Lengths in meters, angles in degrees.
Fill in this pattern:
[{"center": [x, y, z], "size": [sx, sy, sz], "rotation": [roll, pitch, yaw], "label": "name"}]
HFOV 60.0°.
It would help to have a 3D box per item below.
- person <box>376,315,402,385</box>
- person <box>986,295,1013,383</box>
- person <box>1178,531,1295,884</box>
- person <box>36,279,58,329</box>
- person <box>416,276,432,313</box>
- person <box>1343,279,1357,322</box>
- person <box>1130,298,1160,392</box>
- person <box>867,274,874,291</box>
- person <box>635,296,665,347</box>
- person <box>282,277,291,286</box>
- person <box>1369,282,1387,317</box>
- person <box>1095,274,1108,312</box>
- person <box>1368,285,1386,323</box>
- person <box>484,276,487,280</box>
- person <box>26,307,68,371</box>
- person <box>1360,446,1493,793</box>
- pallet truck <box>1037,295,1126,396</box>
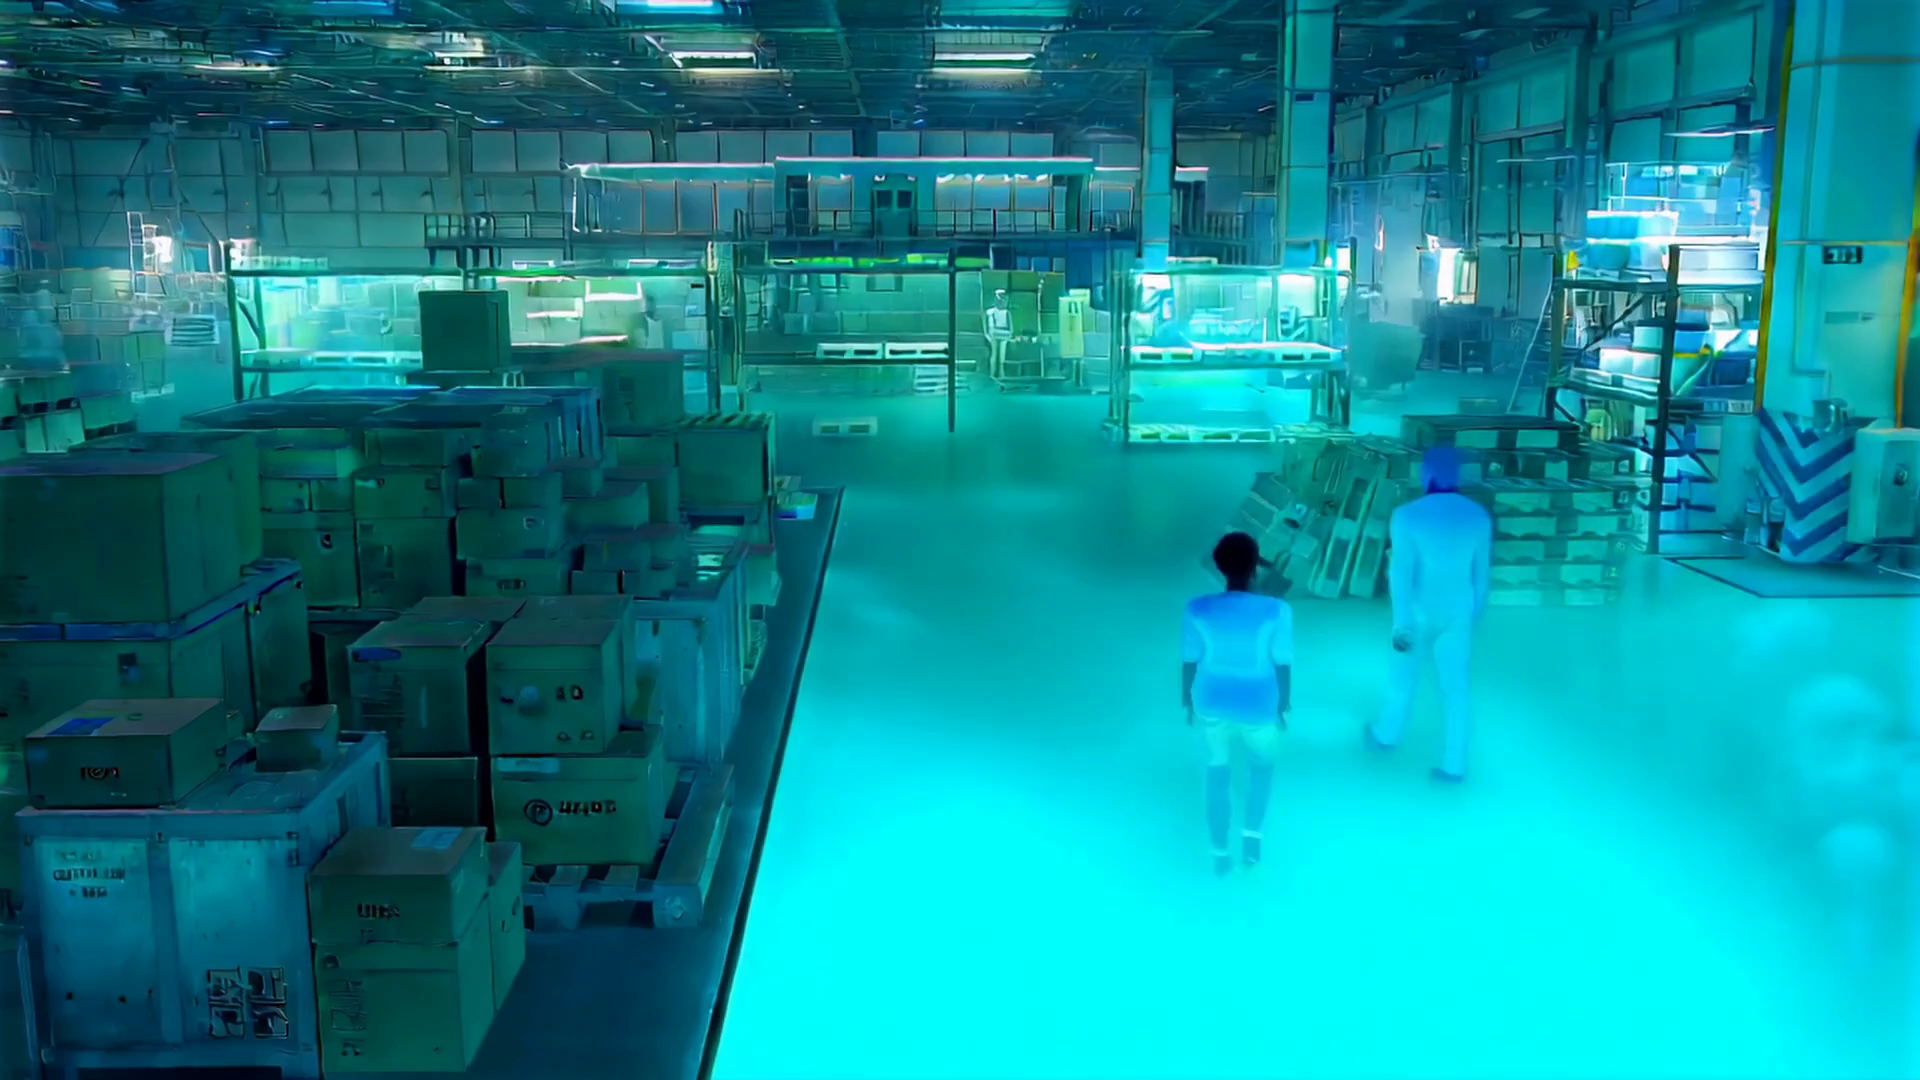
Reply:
[{"center": [-9.489, -2.815, 27.630], "size": [0.971, 1.823, 0.540], "rotation": [-1, 10, -4], "label": "person"}, {"center": [0.859, -4.334, 35.899], "size": [0.584, 1.882, 0.337], "rotation": [-2, 10, -11], "label": "person"}, {"center": [1.307, 0.791, 7.879], "size": [0.559, 1.681, 0.391], "rotation": [3, 11, 16], "label": "person"}, {"center": [-28.465, -7.200, 51.872], "size": [0.550, 1.876, 1.016], "rotation": [7, 12, 33], "label": "person"}, {"center": [-19.957, -8.982, 61.973], "size": [0.592, 1.822, 0.475], "rotation": [1, 10, 3], "label": "person"}, {"center": [12.639, -7.536, 53.891], "size": [0.482, 1.827, 0.530], "rotation": [-8, 13, -36], "label": "person"}, {"center": [3.775, -3.939, 33.667], "size": [0.609, 1.889, 1.003], "rotation": [-9, 13, -40], "label": "person"}, {"center": [-3.337, -8.492, 58.960], "size": [0.542, 1.928, 0.399], "rotation": [-4, 11, -19], "label": "person"}, {"center": [-5.997, -3.756, 32.243], "size": [1.021, 2.000, 0.682], "rotation": [6, 12, 31], "label": "person"}, {"center": [-24.693, -8.778, 61.044], "size": [0.487, 1.746, 0.290], "rotation": [-2, 10, -10], "label": "person"}, {"center": [12.787, -6.992, 50.904], "size": [0.517, 1.818, 0.990], "rotation": [4, 11, 20], "label": "person"}, {"center": [4.929, -8.299, 57.936], "size": [0.396, 1.910, 0.586], "rotation": [-6, 12, -32], "label": "person"}, {"center": [11.819, -6.372, 47.492], "size": [0.659, 1.792, 0.952], "rotation": [-7, 12, -35], "label": "person"}, {"center": [-15.018, -7.338, 52.360], "size": [0.571, 1.974, 0.662], "rotation": [-8, 13, -38], "label": "person"}, {"center": [-15.415, -2.946, 28.027], "size": [0.615, 1.940, 0.819], "rotation": [2, 10, 8], "label": "person"}, {"center": [2.665, 0.412, 9.447], "size": [0.646, 1.885, 1.022], "rotation": [-2, 10, -10], "label": "person"}, {"center": [2.483, -3.881, 33.060], "size": [1.885, 1.965, 0.823], "rotation": [-7, 13, -36], "label": "pallet truck"}]
